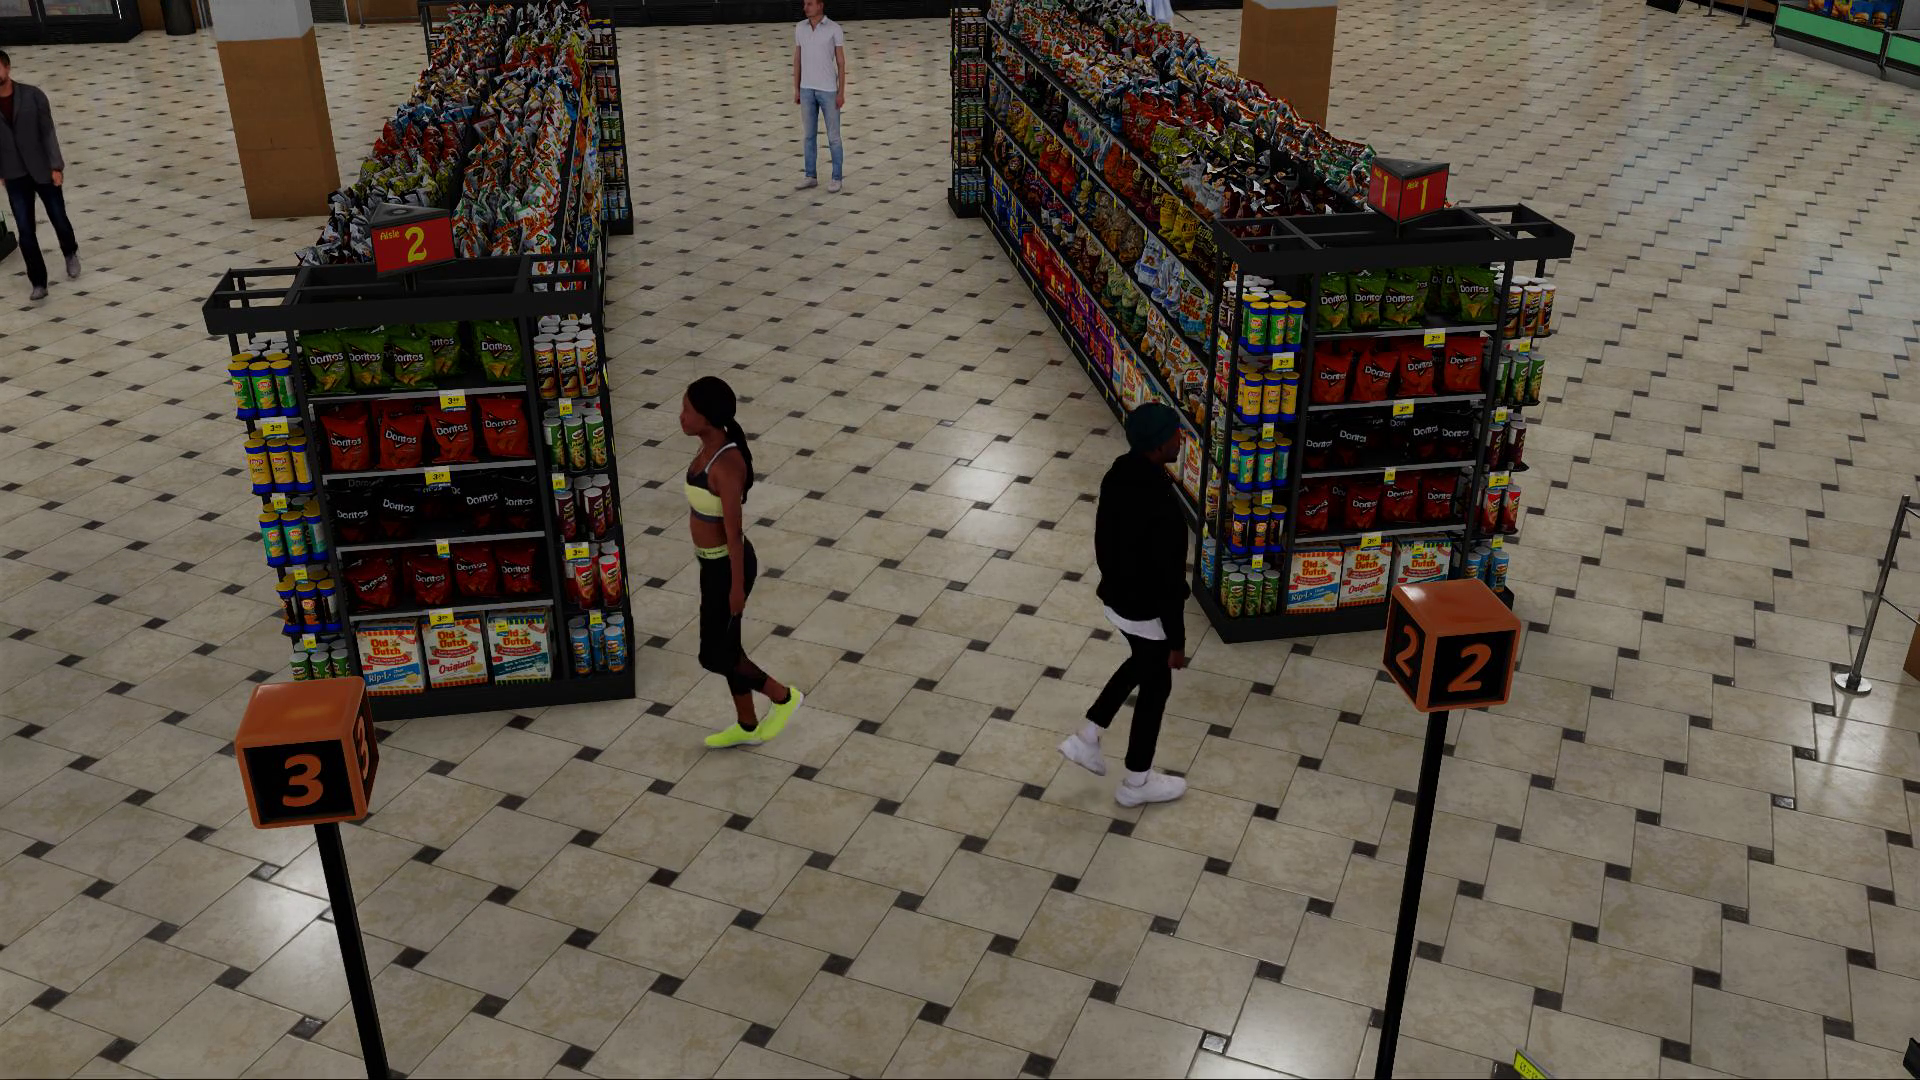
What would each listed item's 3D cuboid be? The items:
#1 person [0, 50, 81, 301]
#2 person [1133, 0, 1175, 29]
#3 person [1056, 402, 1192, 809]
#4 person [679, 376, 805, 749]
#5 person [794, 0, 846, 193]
[{"bbox_3d":[-7.116,-2.824,12.781,0.824,1.837,1.216,-10,28,-18],"label":"person"},{"bbox_3d":[2.283,-6.386,19.827,0.776,1.818,0.801,2,27,4],"label":"person"},{"bbox_3d":[0.653,0.291,6.672,0.831,1.807,0.788,-11,29,-20],"label":"person"},{"bbox_3d":[-0.902,0.130,7.061,0.686,1.743,0.658,-9,28,-17],"label":"person"},{"bbox_3d":[-1.297,-4.180,15.437,0.735,1.854,0.731,10,29,19],"label":"person"}]
